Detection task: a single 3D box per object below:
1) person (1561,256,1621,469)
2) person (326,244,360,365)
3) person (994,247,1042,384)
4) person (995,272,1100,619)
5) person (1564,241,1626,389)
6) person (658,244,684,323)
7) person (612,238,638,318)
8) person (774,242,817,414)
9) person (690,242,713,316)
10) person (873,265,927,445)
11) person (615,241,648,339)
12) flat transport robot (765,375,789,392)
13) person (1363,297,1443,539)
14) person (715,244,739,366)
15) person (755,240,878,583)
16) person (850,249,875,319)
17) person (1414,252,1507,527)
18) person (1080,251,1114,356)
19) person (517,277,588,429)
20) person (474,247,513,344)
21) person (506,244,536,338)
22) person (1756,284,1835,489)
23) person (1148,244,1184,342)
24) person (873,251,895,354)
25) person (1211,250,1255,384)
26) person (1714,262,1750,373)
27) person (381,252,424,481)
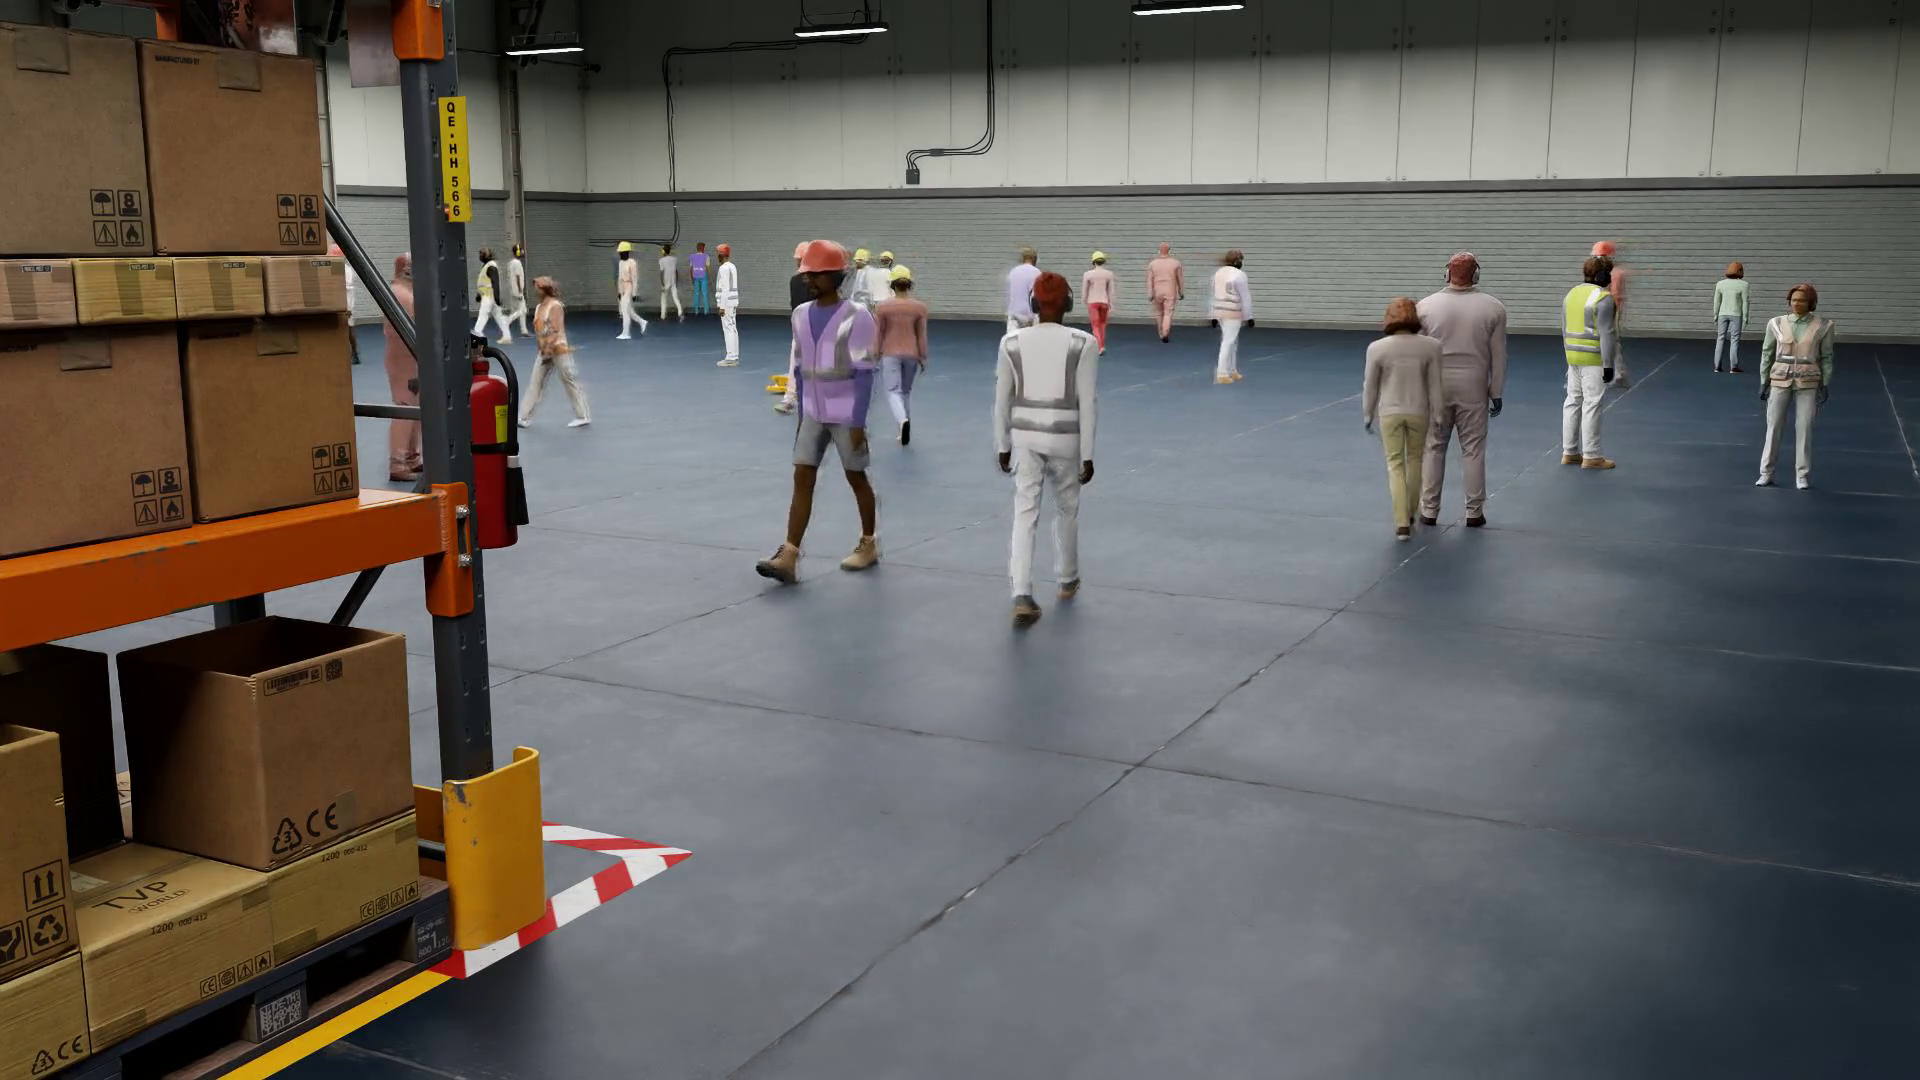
[{"bbox_3d":[5.514,-1.547,14.523,0.429,1.844,0.625,-3,11,-15],"label":"person"},{"bbox_3d":[-9.625,-3.630,25.746,0.562,1.881,0.886,3,11,14],"label":"person"},{"bbox_3d":[0.880,-3.050,22.685,1.058,1.858,0.659,-9,14,-42],"label":"person"},{"bbox_3d":[0.457,-0.515,8.952,0.589,1.828,1.044,3,11,16],"label":"person"},{"bbox_3d":[8.467,-2.951,21.905,1.009,1.950,0.630,-6,12,-28],"label":"person"},{"bbox_3d":[-6.709,-5.951,38.583,0.528,1.834,0.927,-7,13,-35],"label":"person"},{"bbox_3d":[-8.182,-6.397,40.709,0.632,1.939,0.368,1,10,4],"label":"person"},{"bbox_3d":[-1.731,-2.419,19.020,0.637,1.940,1.014,7,12,33],"label":"person"},{"bbox_3d":[-6.548,-6.584,41.998,0.563,1.837,0.388,4,11,19],"label":"person"},{"bbox_3d":[-0.559,-1.766,15.988,0.523,1.749,0.727,-3,11,-16],"label":"person"},{"bbox_3d":[-6.466,-4.892,32.581,0.668,1.908,0.605,-7,12,-32],"label":"person"},{"bbox_3d":[-1.868,-2.074,21.682,0.652,0.197,1.431,6,12,28],"label":"flat transport robot"},{"bbox_3d":[2.985,-0.838,11.285,0.516,1.595,0.780,1,10,4],"label":"person"},{"bbox_3d":[-3.618,-3.642,25.832,0.337,1.881,0.583,1,10,7],"label":"person"},{"bbox_3d":[-0.797,-0.748,9.759,0.630,1.984,1.031,7,12,33],"label":"person"},{"bbox_3d":[-1.664,-4.227,29.337,0.967,1.783,0.598,-3,11,-15],"label":"person"},{"bbox_3d":[3.461,-1.044,11.602,0.651,1.906,0.401,3,11,15],"label":"person"},{"bbox_3d":[2.296,-3.991,28.112,0.532,1.740,0.723,-3,11,-14],"label":"person"},{"bbox_3d":[-4.319,-1.944,17.396,0.902,1.582,0.512,-9,14,-42],"label":"person"},{"bbox_3d":[-8.801,-4.521,30.884,0.968,1.791,0.630,-4,11,-21],"label":"person"},{"bbox_3d":[-8.743,-4.911,32.826,0.601,1.856,0.542,-3,11,-18],"label":"person"},{"bbox_3d":[6.688,-1.225,13.328,0.520,1.636,0.312,6,12,31],"label":"person"},{"bbox_3d":[3.900,-4.694,31.650,0.654,1.866,0.988,3,11,18],"label":"person"},{"bbox_3d":[-1.220,-4.066,28.528,0.533,1.740,0.615,-8,13,-37],"label":"person"},{"bbox_3d":[3.788,-3.052,22.786,0.723,1.817,0.641,-5,11,-24],"label":"person"},{"bbox_3d":[11.403,-3.290,24.594,0.264,1.631,0.508,-9,14,-41],"label":"person"},{"bbox_3d":[-4.603,-1.452,13.904,0.396,1.901,0.682,-4,11,-20],"label":"person"}]
